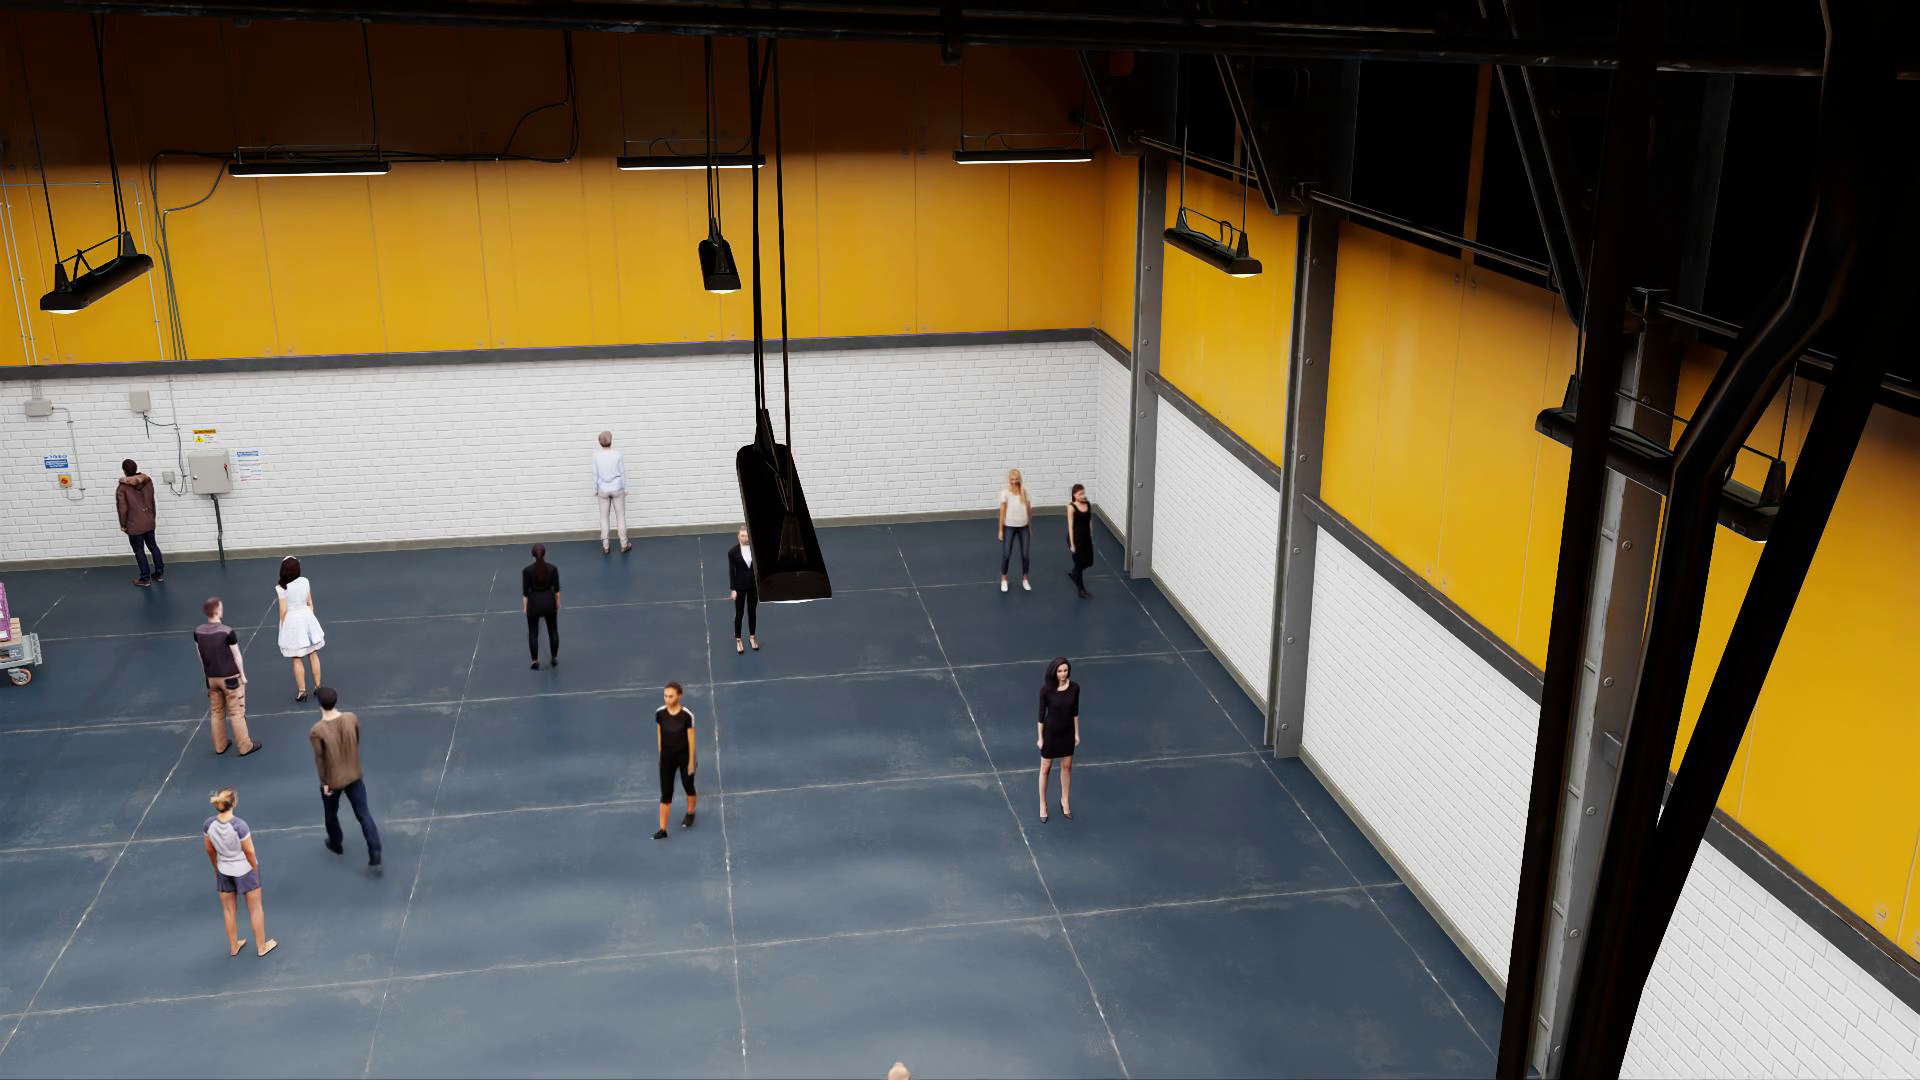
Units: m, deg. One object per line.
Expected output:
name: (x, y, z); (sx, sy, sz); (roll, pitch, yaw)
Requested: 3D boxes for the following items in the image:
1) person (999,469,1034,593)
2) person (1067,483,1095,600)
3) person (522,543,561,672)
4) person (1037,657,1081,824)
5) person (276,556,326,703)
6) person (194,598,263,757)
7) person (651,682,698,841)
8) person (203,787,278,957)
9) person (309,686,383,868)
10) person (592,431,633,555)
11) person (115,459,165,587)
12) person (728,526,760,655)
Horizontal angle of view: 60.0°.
person: (0.779, -0.151, 23.555); (0.620, 1.796, 0.502); (-5, 19, -13)
person: (1.627, -0.007, 23.317); (0.779, 1.674, 0.873); (-15, 24, -38)
person: (-5.222, 0.847, 20.805); (0.664, 1.659, 0.615); (-8, 20, -22)
person: (1.008, 2.029, 17.064); (0.604, 1.807, 0.505); (-5, 19, -13)
person: (-7.909, 1.063, 19.915); (0.905, 1.818, 0.854); (17, 25, 41)
person: (-8.220, 1.515, 18.532); (0.760, 1.844, 0.727); (4, 19, 11)
person: (-2.823, 2.182, 16.879); (0.871, 1.636, 1.101); (5, 19, 14)
person: (-6.388, 2.926, 14.685); (0.638, 1.624, 0.613); (1, 19, 4)
person: (-5.940, 2.323, 16.120); (1.076, 1.852, 1.282); (-16, 24, -40)
person: (-5.276, -0.733, 25.128); (0.682, 1.894, 0.608); (-1, 19, -3)
person: (-11.745, -0.264, 23.811); (0.924, 1.847, 0.835); (10, 21, 27)
person: (-2.756, 0.619, 21.411); (0.659, 1.705, 0.609); (-8, 20, -23)
